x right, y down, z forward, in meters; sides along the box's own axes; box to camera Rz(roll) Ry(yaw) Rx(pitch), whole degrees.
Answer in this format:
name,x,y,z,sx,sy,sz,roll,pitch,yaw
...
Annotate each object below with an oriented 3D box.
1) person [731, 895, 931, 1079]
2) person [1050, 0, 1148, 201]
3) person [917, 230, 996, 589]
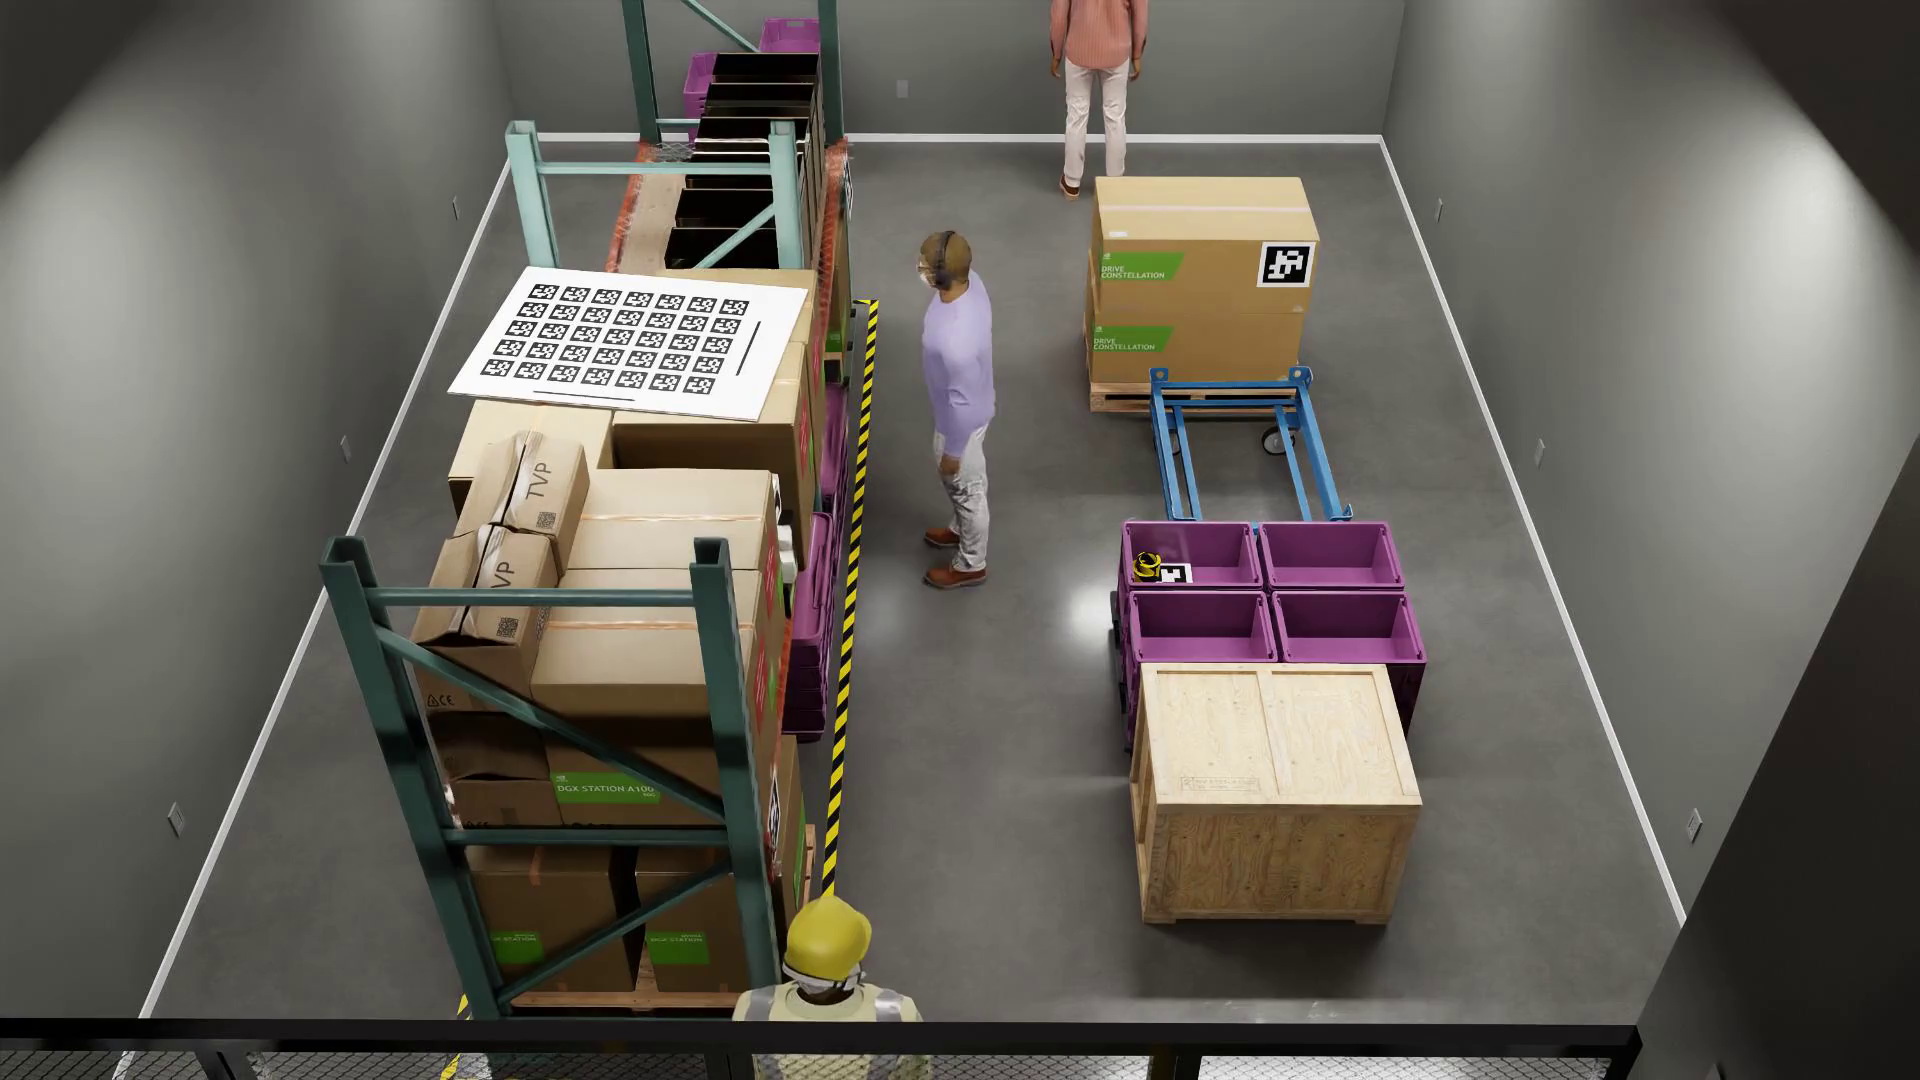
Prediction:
name,x,y,z,sx,sy,sz,roll,pitch,yaw
person,-0.383,1.749,5.204,0.592,1.825,0.404,1,41,1
person,0.874,-3.125,10.636,0.612,1.994,0.395,1,41,1
person,-0.018,-0.592,7.798,0.373,1.933,0.641,1,41,1
